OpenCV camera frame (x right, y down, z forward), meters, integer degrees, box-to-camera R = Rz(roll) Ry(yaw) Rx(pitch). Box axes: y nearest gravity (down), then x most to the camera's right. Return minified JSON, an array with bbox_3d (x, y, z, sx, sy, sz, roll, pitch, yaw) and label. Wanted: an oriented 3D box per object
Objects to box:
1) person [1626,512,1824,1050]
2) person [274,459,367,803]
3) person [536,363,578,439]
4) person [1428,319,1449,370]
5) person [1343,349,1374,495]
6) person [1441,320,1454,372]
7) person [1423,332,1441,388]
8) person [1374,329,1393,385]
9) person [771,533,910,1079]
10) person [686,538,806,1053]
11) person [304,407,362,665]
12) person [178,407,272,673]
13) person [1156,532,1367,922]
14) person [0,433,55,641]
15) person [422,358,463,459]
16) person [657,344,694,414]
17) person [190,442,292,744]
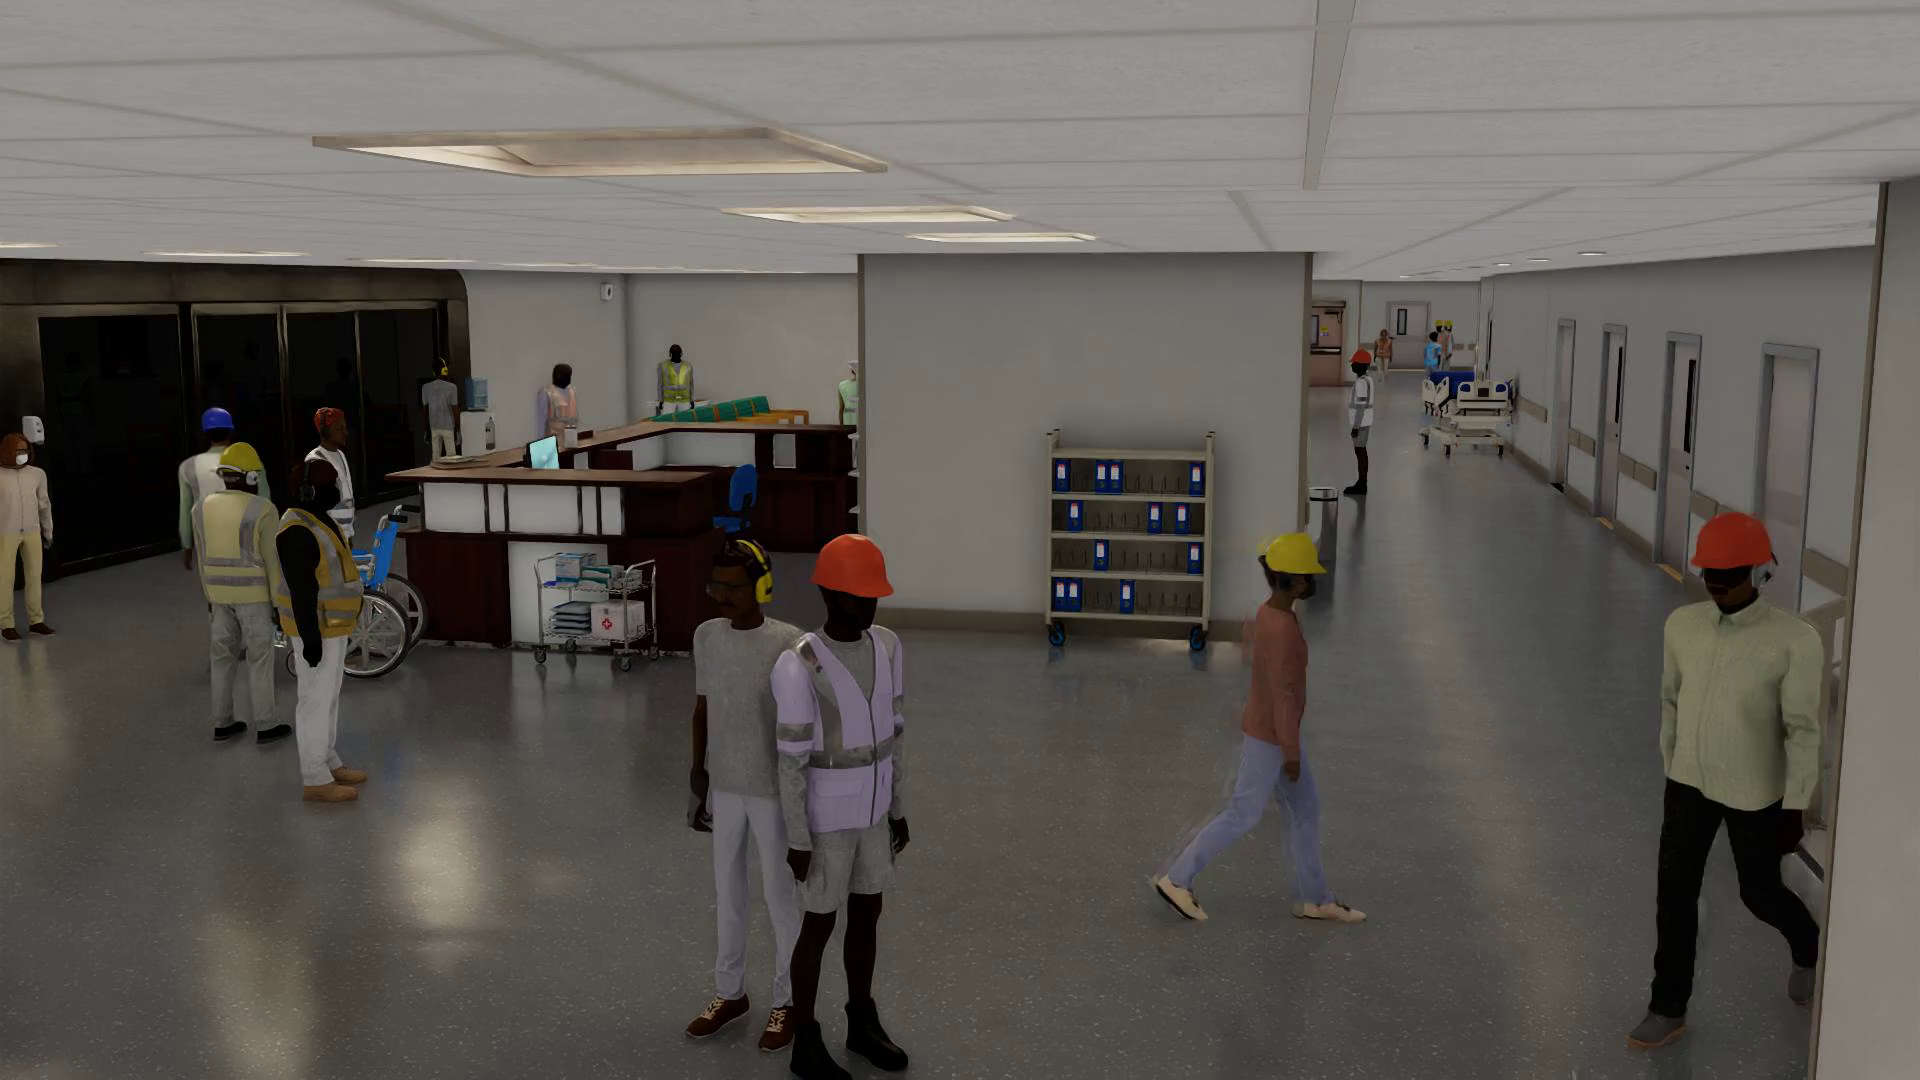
[{"bbox_3d":[2.869,0.860,6.062,0.890,1.967,0.614,-6,10,-34],"label":"person"},{"bbox_3d":[-3.434,0.479,8.967,0.429,1.842,0.634,-2,9,-10],"label":"person"},{"bbox_3d":[-5.011,-1.294,20.798,0.434,1.820,0.690,5,10,32],"label":"person"},{"bbox_3d":[13.663,-5.356,47.517,0.595,1.897,0.852,4,10,26],"label":"person"},{"bbox_3d":[5.341,-1.573,22.264,0.354,1.939,0.544,3,9,21],"label":"person"},{"bbox_3d":[14.440,-5.603,49.354,0.404,1.830,0.601,-2,9,-13],"label":"person"},{"bbox_3d":[11.993,-4.453,42.227,0.370,1.689,0.563,-8,12,-42],"label":"person"},{"bbox_3d":[12.121,-5.236,47.635,0.530,1.621,0.588,3,9,16],"label":"person"},{"bbox_3d":[-0.380,0.929,5.709,0.389,1.929,0.539,8,11,41],"label":"person"},{"bbox_3d":[-0.758,0.912,6.012,0.535,1.864,0.309,4,9,24],"label":"person"},{"bbox_3d":[-4.610,-0.033,12.213,0.338,1.882,0.582,0,9,-3],"label":"person"},{"bbox_3d":[-5.275,0.005,11.968,0.649,1.916,0.909,-1,9,-6],"label":"person"},{"bbox_3d":[1.289,0.813,7.134,0.877,1.725,0.535,2,9,11],"label":"person"},{"bbox_3d":[-7.388,-0.031,13.073,0.285,1.628,0.504,6,10,34],"label":"person"},{"bbox_3d":[-6.639,-1.396,21.348,0.521,1.862,0.334,2,9,12],"label":"person"},{"bbox_3d":[-4.677,-2.302,27.420,0.619,1.845,0.430,-3,9,-22],"label":"person"},{"bbox_3d":[-4.336,0.321,10.086,0.589,1.823,0.405,2,9,14],"label":"person"}]
